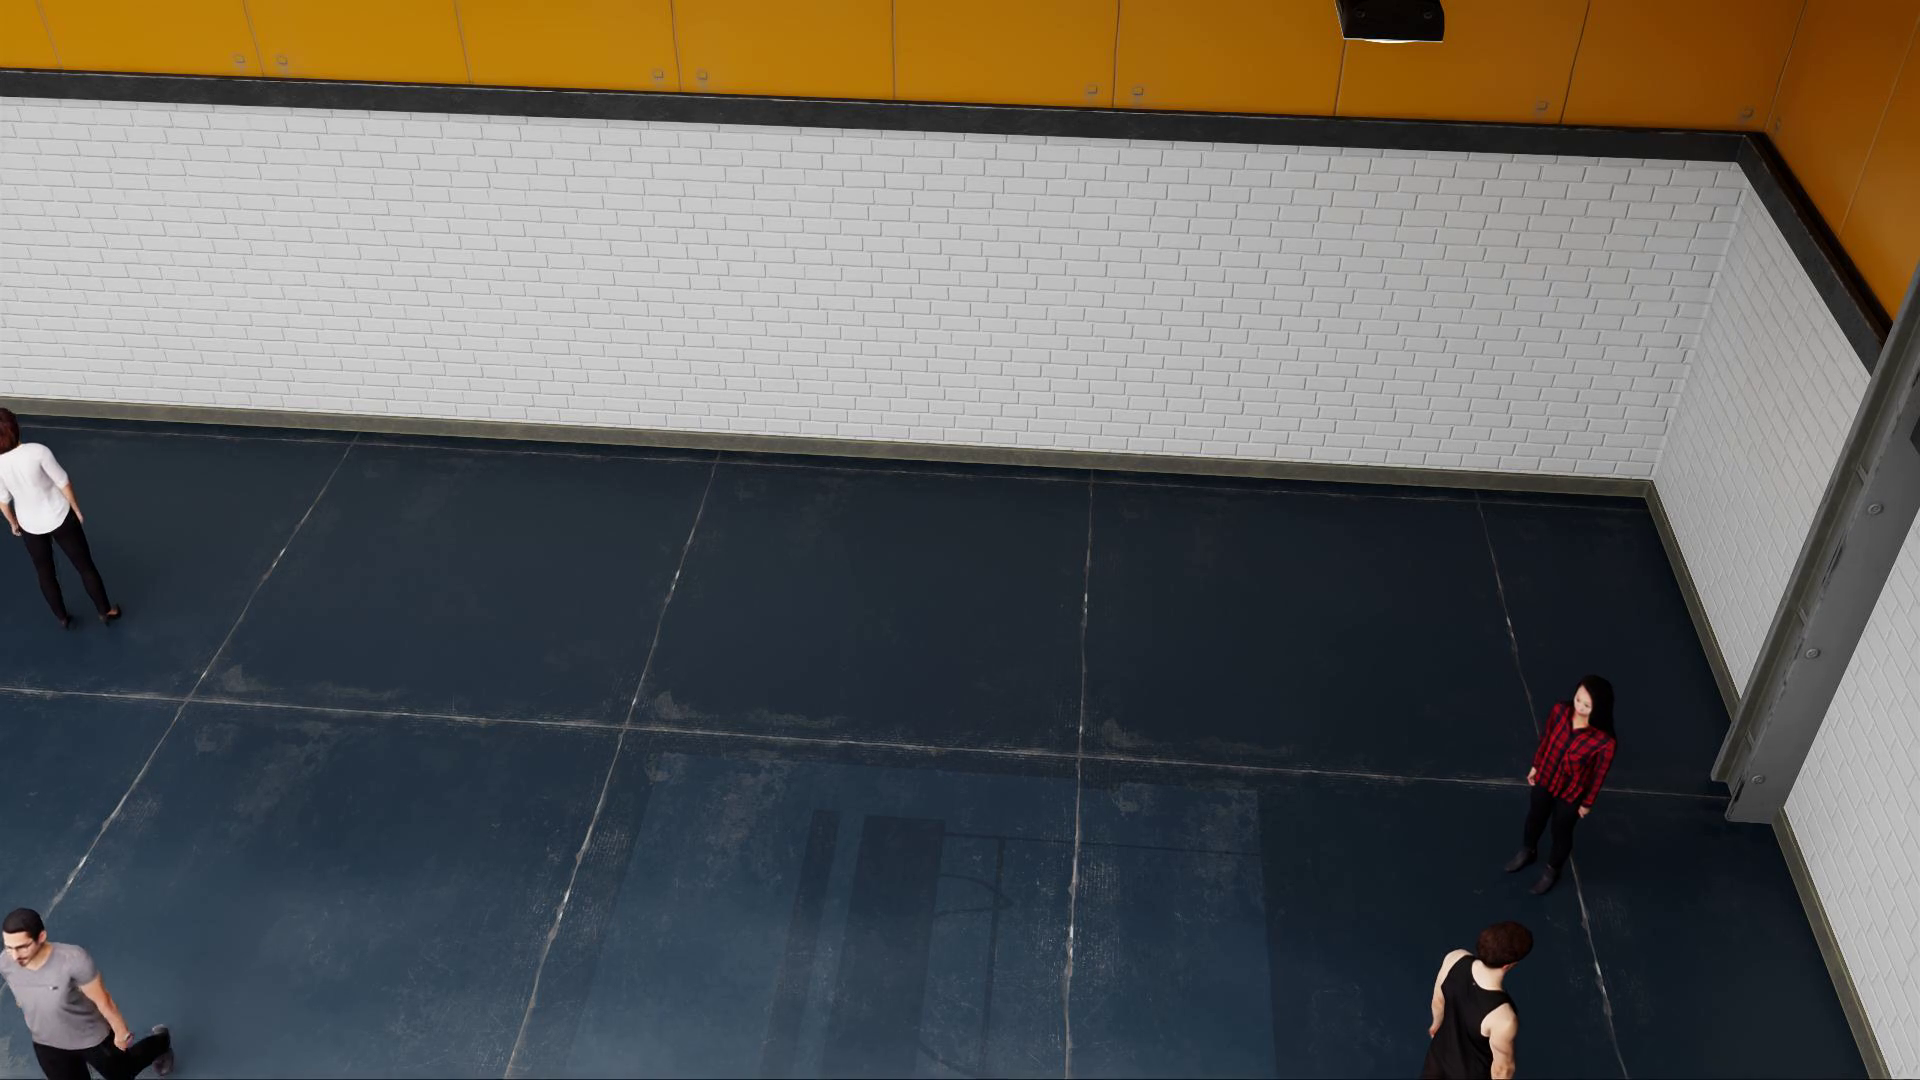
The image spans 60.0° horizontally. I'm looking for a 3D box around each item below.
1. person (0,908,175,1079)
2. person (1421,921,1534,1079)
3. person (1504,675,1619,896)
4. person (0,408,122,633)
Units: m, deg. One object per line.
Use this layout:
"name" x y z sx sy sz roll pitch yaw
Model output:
"person" -4.316 2.358 8.196 0.706 1.734 1.050 -2 39 -2
"person" 2.414 2.471 7.928 0.833 1.892 0.706 -16 41 -19
"person" 3.459 1.374 9.495 0.717 1.650 0.636 -23 44 -26
"person" -6.169 -0.105 11.231 0.680 1.795 0.648 -10 40 -12
